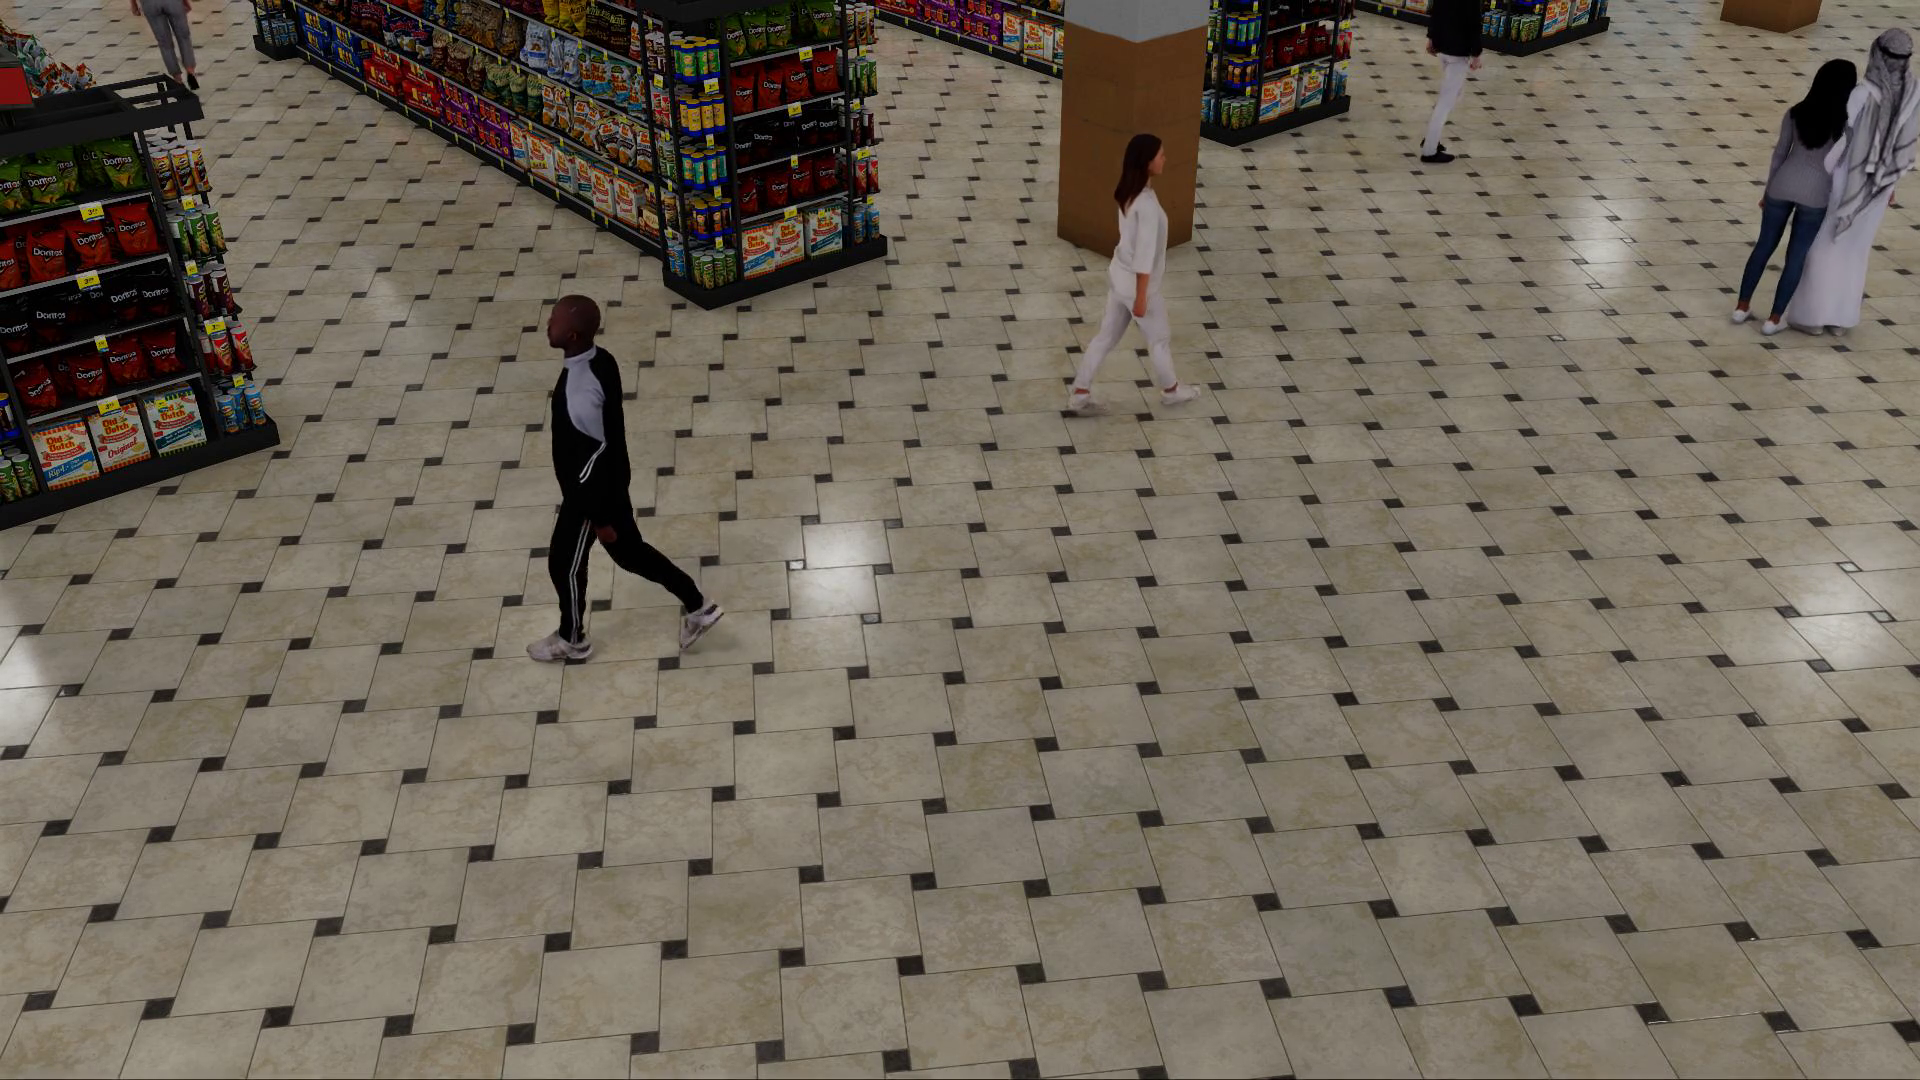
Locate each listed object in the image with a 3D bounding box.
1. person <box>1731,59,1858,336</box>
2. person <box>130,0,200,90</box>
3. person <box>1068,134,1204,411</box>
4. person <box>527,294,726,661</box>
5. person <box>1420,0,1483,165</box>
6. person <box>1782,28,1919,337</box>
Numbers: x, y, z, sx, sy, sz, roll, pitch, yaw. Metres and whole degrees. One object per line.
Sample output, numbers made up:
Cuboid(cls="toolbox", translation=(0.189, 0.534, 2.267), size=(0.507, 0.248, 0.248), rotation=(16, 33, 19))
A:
Cuboid(cls="person", translation=(5.235, -2.126, 10.402), size=(0.519, 1.726, 0.686), rotation=(27, 41, 36))
Cuboid(cls="person", translation=(-6.980, -4.679, 14.561), size=(0.683, 1.667, 0.639), rotation=(-16, 35, -24))
Cuboid(cls="person", translation=(0.914, -1.445, 9.380), size=(0.936, 1.648, 1.086), rotation=(-9, 33, -15))
Cuboid(cls="person", translation=(-1.505, -0.236, 7.293), size=(1.207, 1.801, 1.152), rotation=(3, 32, 4))
Cuboid(cls="person", translation=(3.787, -3.846, 13.067), size=(0.850, 1.831, 0.706), rotation=(-9, 33, -14))
Cuboid(cls="person", translation=(5.558, -2.178, 10.304), size=(0.827, 1.918, 0.849), rotation=(-8, 33, -12))
